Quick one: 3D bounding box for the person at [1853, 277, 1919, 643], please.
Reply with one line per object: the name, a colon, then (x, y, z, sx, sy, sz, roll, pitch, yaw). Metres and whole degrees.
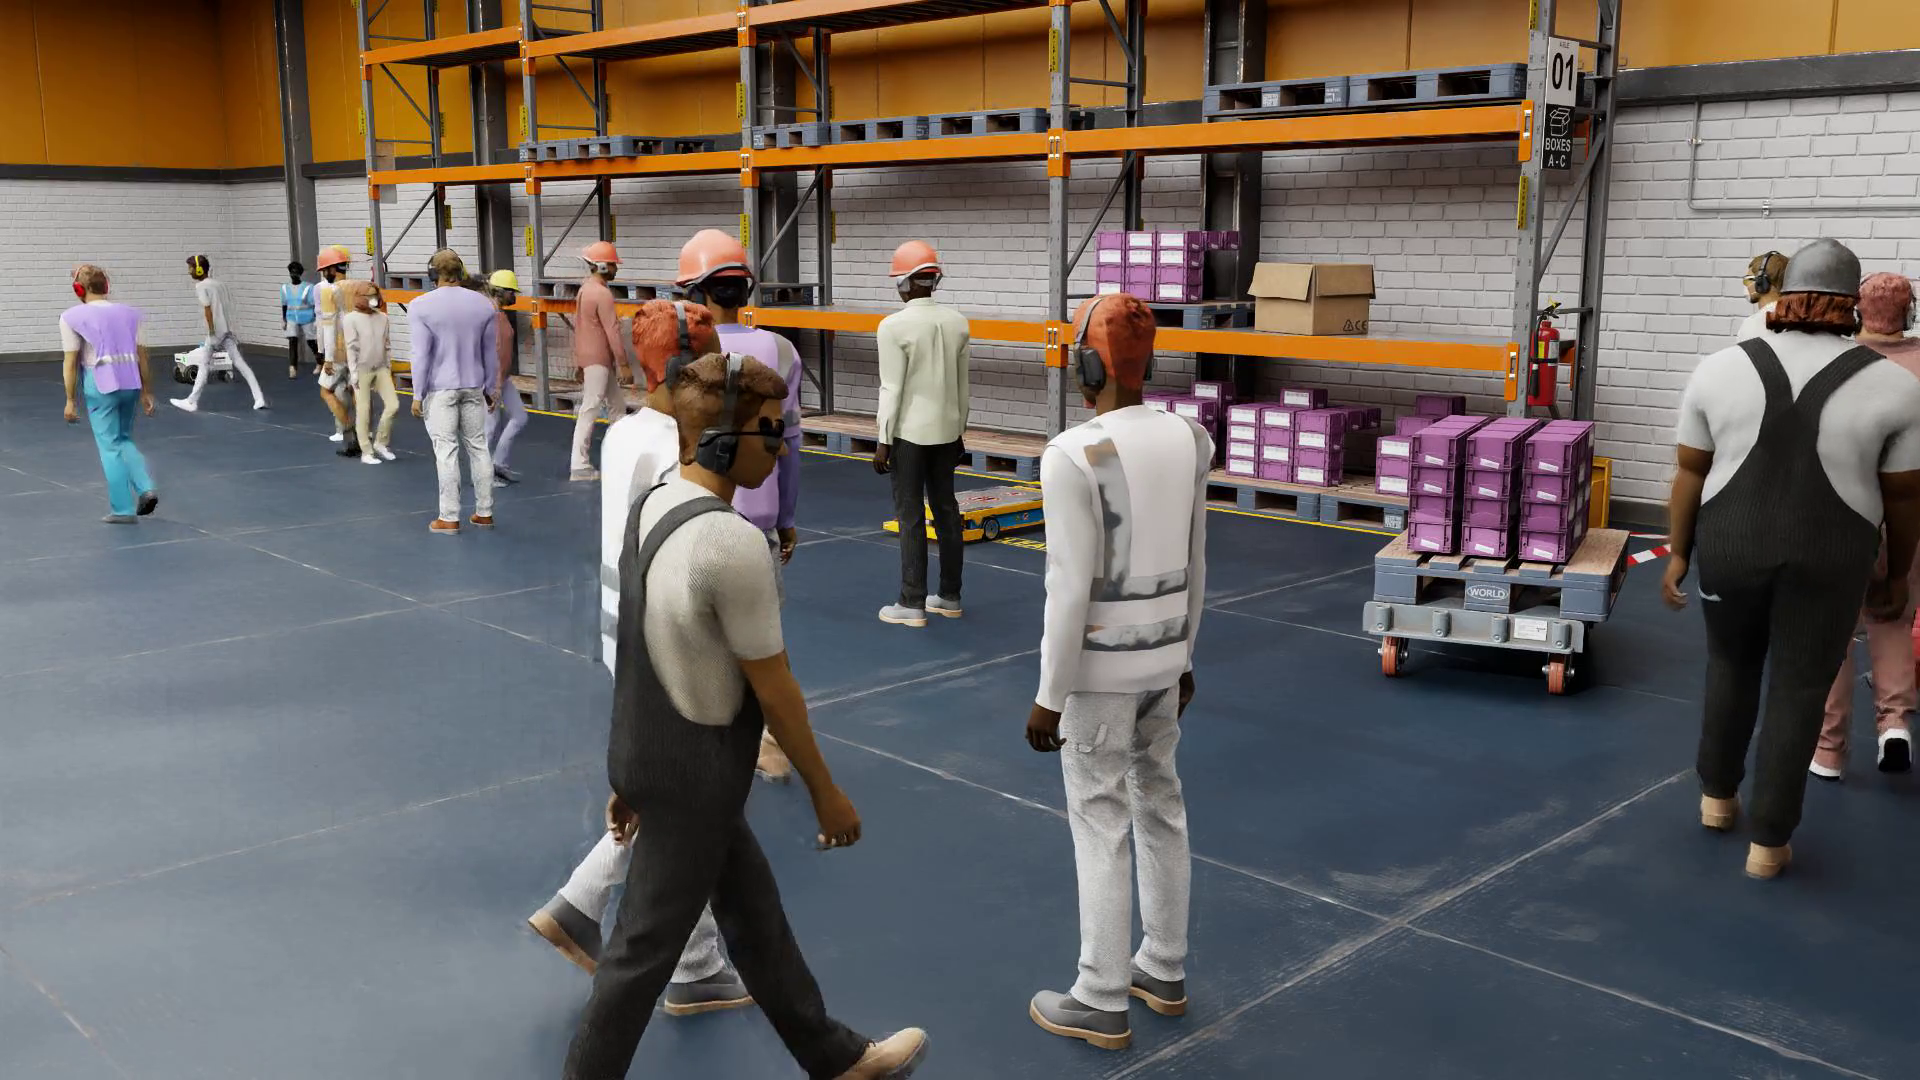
person: (4.939, -0.378, 7.976, 0.957, 1.934, 0.621, 7, 13, 35)

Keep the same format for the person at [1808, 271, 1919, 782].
person: (3.329, -0.036, 6.142, 0.662, 1.891, 0.427, 2, 11, 10)

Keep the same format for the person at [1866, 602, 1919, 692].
person: (4.144, -0.057, 6.743, 0.533, 1.707, 0.926, -1, 10, -7)

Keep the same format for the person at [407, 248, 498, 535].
person: (-3.436, -1.006, 11.310, 0.635, 1.936, 0.354, -10, 14, -44)

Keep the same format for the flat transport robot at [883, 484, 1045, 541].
flat transport robot: (0.217, -0.201, 11.467, 1.431, 0.197, 0.652, -10, 14, -44)

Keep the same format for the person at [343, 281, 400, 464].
person: (-5.209, -1.471, 14.715, 0.378, 1.622, 0.500, 8, 13, 36)

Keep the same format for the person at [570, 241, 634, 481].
person: (-2.885, -1.477, 13.807, 0.889, 1.957, 0.612, -5, 11, -24)

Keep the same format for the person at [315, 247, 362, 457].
person: (-5.599, -1.697, 15.137, 0.462, 1.909, 0.593, 4, 11, 22)

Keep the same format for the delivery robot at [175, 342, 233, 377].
delivery robot: (-10.334, -2.461, 22.765, 0.707, 0.478, 0.477, -10, 15, -44)

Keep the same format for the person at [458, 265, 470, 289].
person: (-5.680, -2.298, 19.014, 0.365, 1.699, 0.578, -2, 11, -9)

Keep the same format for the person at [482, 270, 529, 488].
person: (-3.713, -1.287, 13.353, 0.471, 1.738, 0.640, -1, 10, -5)

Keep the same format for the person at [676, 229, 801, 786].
person: (-0.855, -0.082, 5.991, 0.615, 2.039, 0.392, -10, 14, -44)

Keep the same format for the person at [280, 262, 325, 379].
person: (-9.400, -3.147, 23.775, 0.553, 1.655, 0.829, 0, 10, -1)

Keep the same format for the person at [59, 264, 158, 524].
person: (-5.964, -1.010, 11.664, 0.461, 1.820, 0.569, 5, 11, 24)

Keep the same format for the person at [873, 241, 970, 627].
person: (-0.211, -0.551, 8.678, 0.622, 1.990, 0.398, -10, 14, -44)

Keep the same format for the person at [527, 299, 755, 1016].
person: (-0.792, 0.325, 4.261, 0.503, 1.872, 0.580, -5, 12, -25)

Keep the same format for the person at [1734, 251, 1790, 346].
person: (4.315, -0.573, 8.945, 0.635, 1.937, 0.354, -10, 14, -44)

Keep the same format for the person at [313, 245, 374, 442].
person: (-6.059, -1.929, 16.373, 0.594, 1.925, 0.379, -10, 14, -44)

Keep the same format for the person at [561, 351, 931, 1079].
person: (-0.480, 0.507, 3.472, 1.023, 1.782, 0.506, -6, 12, -29)

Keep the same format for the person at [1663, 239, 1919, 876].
person: (2.720, 0.025, 5.406, 0.714, 2.000, 0.800, 7, 12, 33)

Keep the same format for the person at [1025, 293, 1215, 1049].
person: (0.398, 0.329, 4.176, 0.584, 1.882, 0.339, -10, 14, -44)

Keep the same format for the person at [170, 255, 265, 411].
person: (-8.546, -2.365, 19.153, 1.044, 1.786, 0.614, 1, 10, 6)
